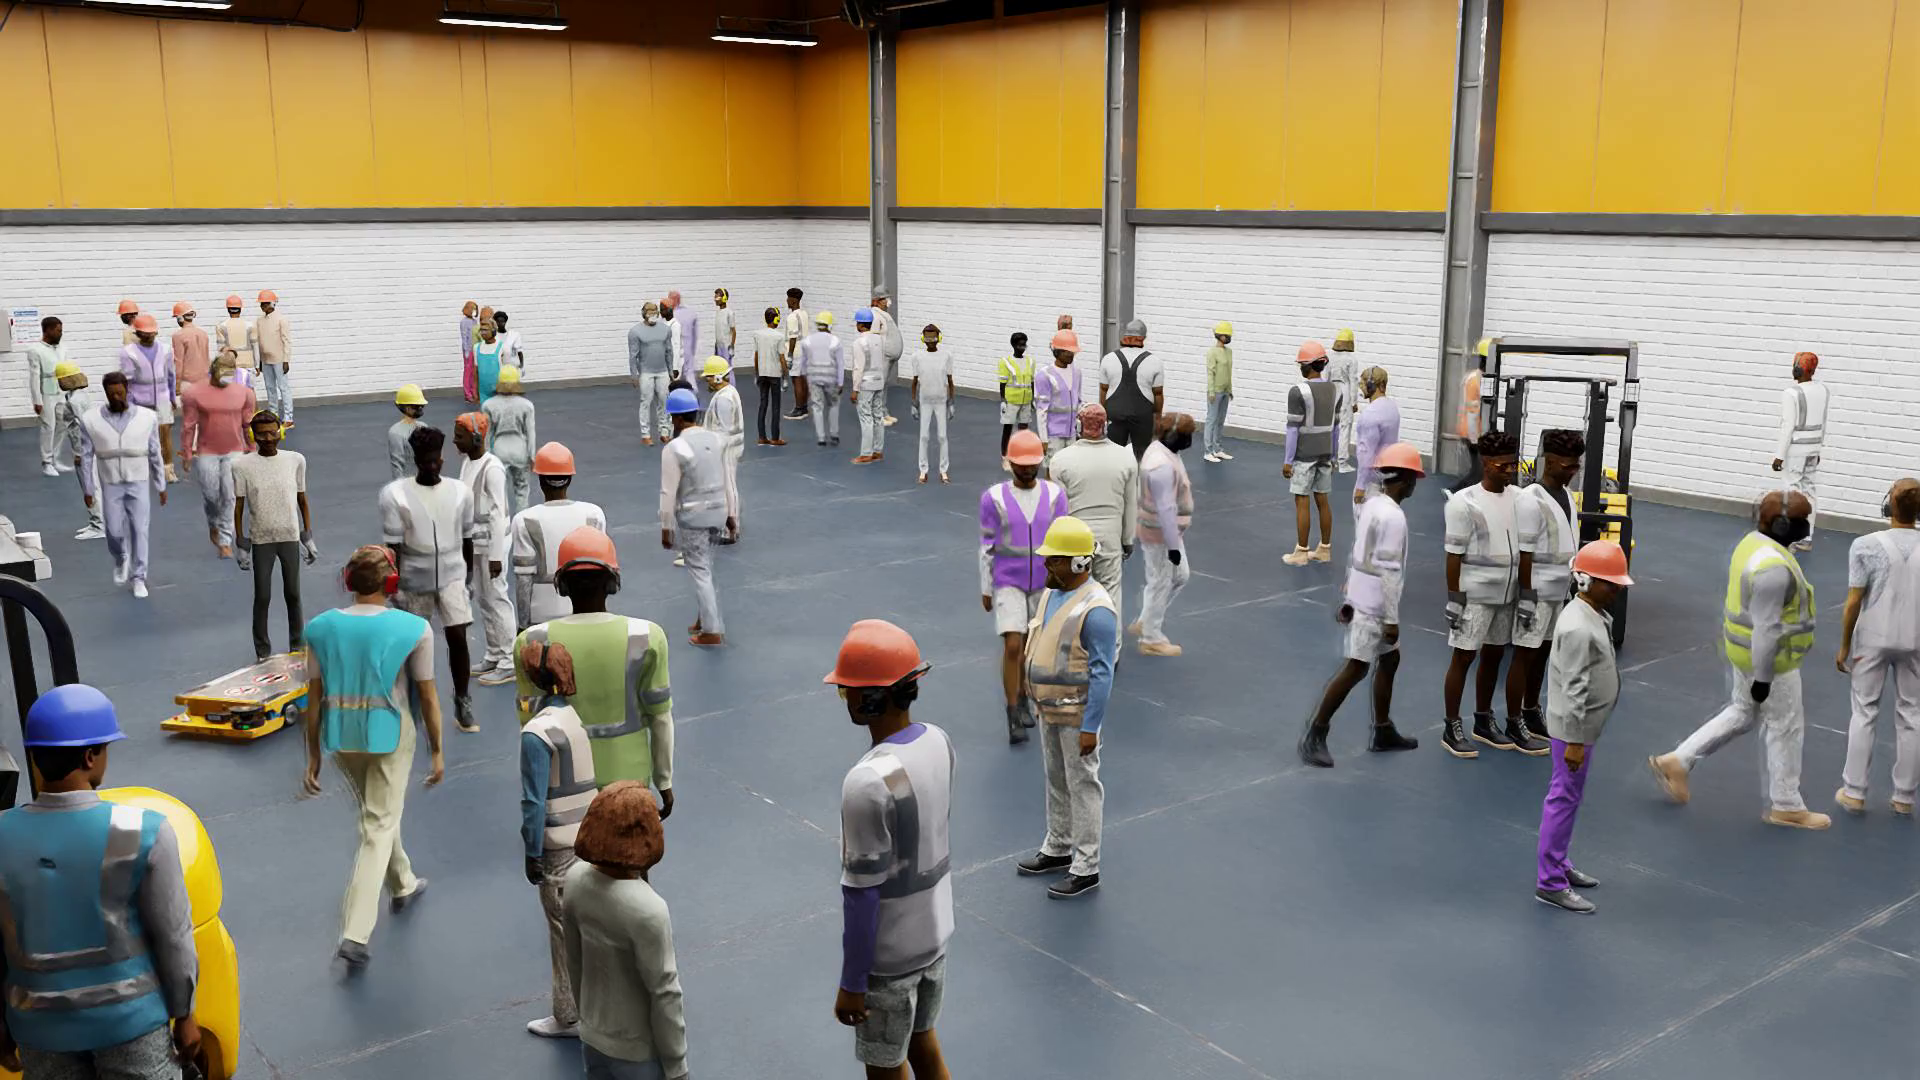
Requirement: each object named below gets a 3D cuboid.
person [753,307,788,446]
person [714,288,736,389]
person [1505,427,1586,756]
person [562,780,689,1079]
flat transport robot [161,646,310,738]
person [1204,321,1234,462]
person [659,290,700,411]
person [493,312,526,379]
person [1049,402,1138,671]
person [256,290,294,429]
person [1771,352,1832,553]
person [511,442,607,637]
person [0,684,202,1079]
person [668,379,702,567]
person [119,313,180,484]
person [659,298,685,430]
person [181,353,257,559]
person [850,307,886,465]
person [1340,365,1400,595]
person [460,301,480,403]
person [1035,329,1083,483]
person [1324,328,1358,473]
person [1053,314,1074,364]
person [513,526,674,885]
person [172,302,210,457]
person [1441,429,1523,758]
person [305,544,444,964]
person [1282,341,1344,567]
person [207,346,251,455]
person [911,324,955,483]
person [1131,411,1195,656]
[{"bbox_3d":[-2.519,-2.175,22.204,0.527,1.857,0.343,6,13,26],"label":"person"},{"bbox_3d":[-3.754,-3.057,26.416,0.314,1.869,0.537,-9,15,-38],"label":"person"},{"bbox_3d":[3.517,0.298,9.995,0.381,1.958,0.603,11,16,41],"label":"person"},{"bbox_3d":[-0.981,1.502,4.966,0.498,1.634,0.278,11,16,43],"label":"person"},{"bbox_3d":[-4.443,0.971,10.843,0.652,0.197,1.431,3,12,14],"label":"flat transport robot"},{"bbox_3d":[3.279,-1.870,20.936,0.311,1.769,0.522,9,15,38],"label":"person"},{"bbox_3d":[-4.334,-2.923,25.751,0.631,1.879,0.858,-5,13,-23],"label":"person"},{"bbox_3d":[-6.558,-2.452,24.003,0.552,1.661,0.821,-5,13,-21],"label":"person"},{"bbox_3d":[0.908,-0.011,11.613,0.651,1.907,0.409,-3,12,-13],"label":"person"},{"bbox_3d":[-9.833,-2.581,23.811,0.612,1.995,0.382,5,13,24],"label":"person"},{"bbox_3d":[7.853,-0.818,15.572,0.574,1.882,0.358,-6,13,-25],"label":"person"},{"bbox_3d":[-2.289,0.403,9.542,0.547,1.938,0.359,-7,14,-31],"label":"person"},{"bbox_3d":[-2.522,1.374,4.850,0.605,1.937,0.412,-1,12,-5],"label":"person"},{"bbox_3d":[-2.455,-0.605,14.997,0.320,1.693,0.531,0,12,1],"label":"person"},{"bbox_3d":[-9.513,-1.676,19.495,0.645,1.987,1.076,-11,16,-42],"label":"person"},{"bbox_3d":[-4.122,-2.514,23.774,0.359,1.880,0.575,-5,13,-22],"label":"person"},{"bbox_3d":[-6.862,-0.799,15.431,0.679,1.898,0.598,-7,13,-30],"label":"person"},{"bbox_3d":[-1.154,-1.908,20.670,0.391,1.949,0.602,7,13,29],"label":"person"},{"bbox_3d":[3.462,-0.493,13.907,0.377,1.927,0.635,7,14,31],"label":"person"},{"bbox_3d":[-7.913,-3.050,26.952,0.278,1.633,0.498,2,12,8],"label":"person"},{"bbox_3d":[1.009,-1.062,16.397,0.611,2.032,0.411,-11,16,-43],"label":"person"},{"bbox_3d":[4.622,-1.691,20.152,0.326,1.737,0.488,-9,15,-36],"label":"person"},{"bbox_3d":[1.486,-2.394,23.759,0.306,1.645,0.523,0,12,2],"label":"person"},{"bbox_3d":[-1.449,0.949,6.668,0.606,2.037,0.382,-2,12,-11],"label":"person"},{"bbox_3d":[-9.859,-2.056,21.325,0.411,1.980,0.625,3,12,13],"label":"person"},{"bbox_3d":[3.141,0.310,9.917,0.617,1.964,0.361,-6,13,-28],"label":"person"},{"bbox_3d":[-2.618,0.925,7.381,0.575,1.797,0.991,1,12,6],"label":"person"},{"bbox_3d":[3.154,-0.772,15.002,0.601,2.035,0.417,-8,14,-32],"label":"person"},{"bbox_3d":[-8.307,-1.395,18.973,0.316,1.629,0.509,9,15,36],"label":"person"},{"bbox_3d":[-0.314,-1.581,19.318,0.512,1.861,0.325,0,12,-1],"label":"person"},{"bbox_3d":[1.456,-0.038,11.965,0.430,1.818,0.646,2,12,9],"label":"person"}]
